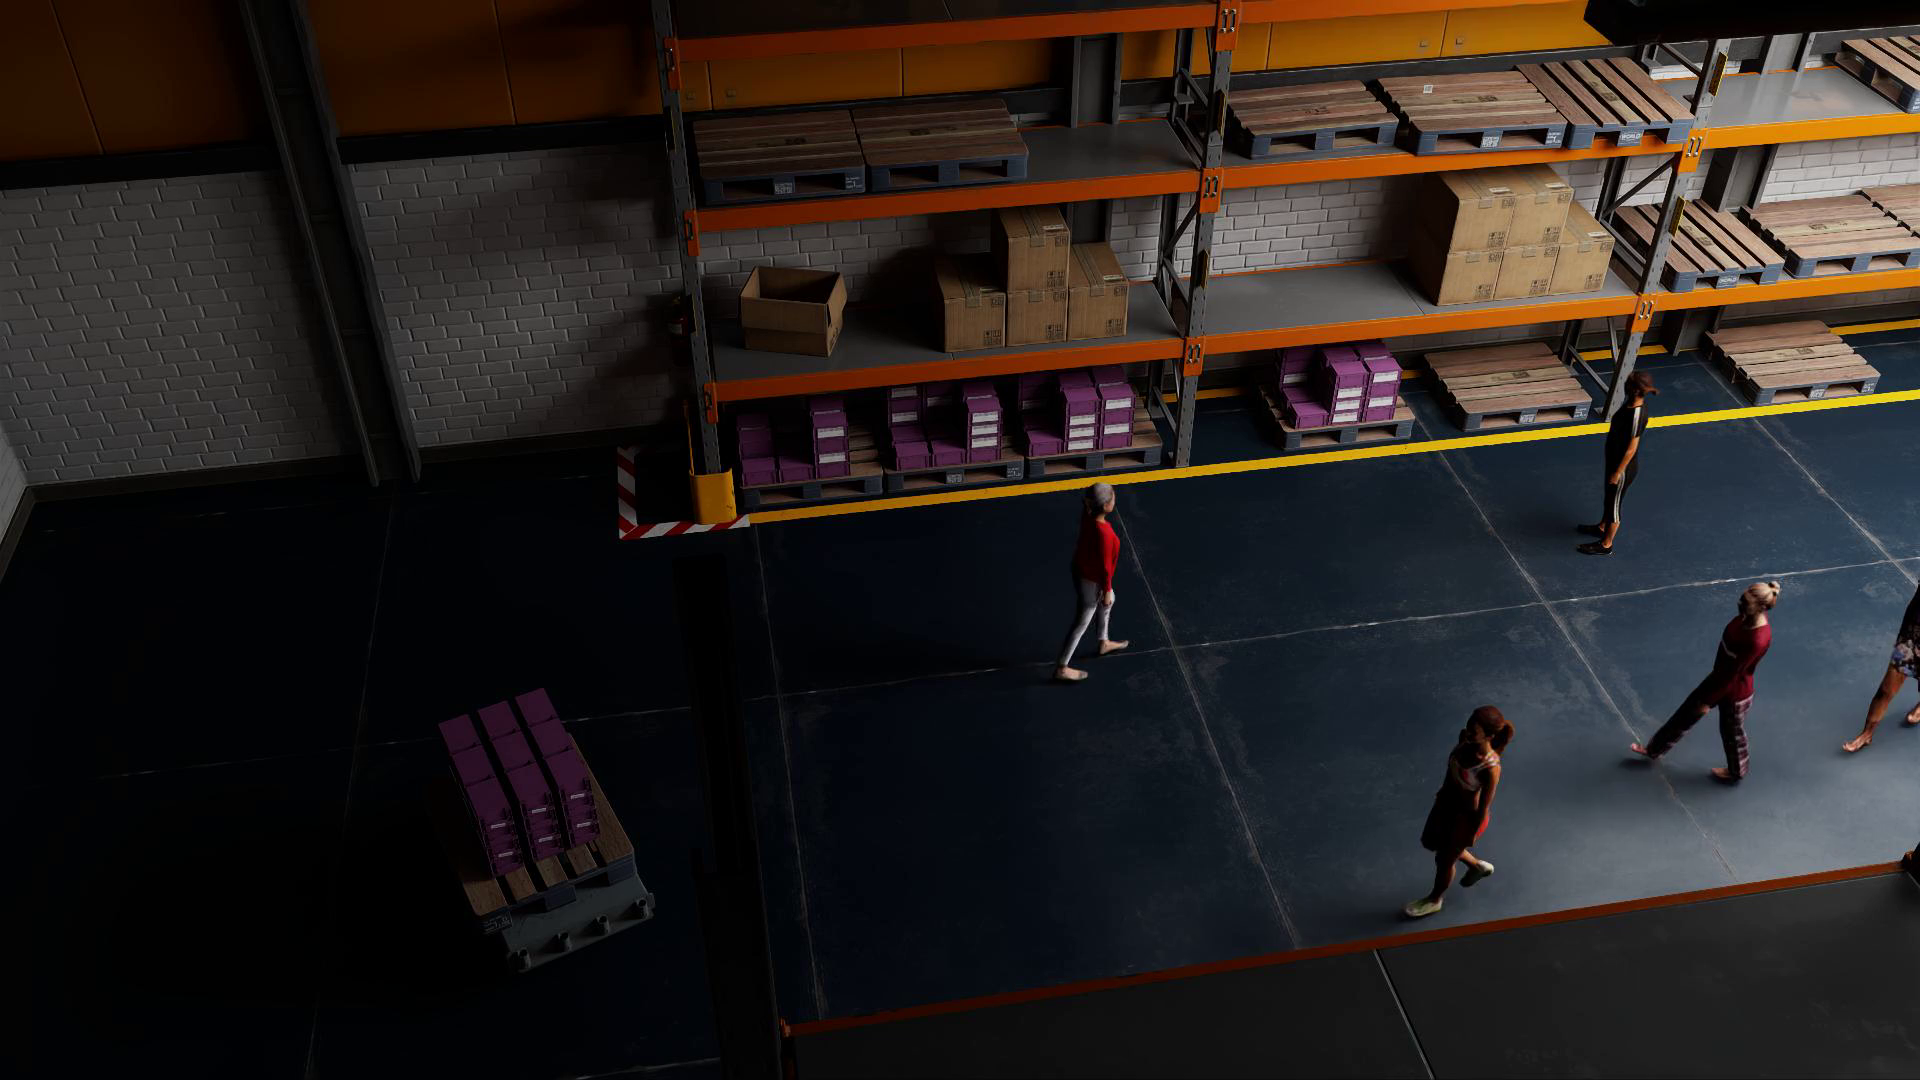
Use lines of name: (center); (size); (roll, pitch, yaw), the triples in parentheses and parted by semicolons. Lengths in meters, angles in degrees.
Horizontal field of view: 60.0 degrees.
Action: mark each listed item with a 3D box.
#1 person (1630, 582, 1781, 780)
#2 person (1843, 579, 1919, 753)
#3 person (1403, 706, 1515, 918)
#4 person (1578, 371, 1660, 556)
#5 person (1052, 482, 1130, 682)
person: (5.213, 0.981, 11.071); (1.104, 1.662, 0.846); (4, 39, 5)
person: (6.660, 0.726, 11.359); (1.182, 1.700, 0.911); (-24, 44, -27)
person: (3.126, 1.649, 10.138); (0.795, 1.782, 0.594); (-7, 39, -9)
person: (5.198, -0.620, 13.071); (0.641, 1.668, 0.650); (11, 40, 13)
person: (0.857, 0.309, 11.912); (0.913, 1.663, 0.652); (-9, 39, -11)
